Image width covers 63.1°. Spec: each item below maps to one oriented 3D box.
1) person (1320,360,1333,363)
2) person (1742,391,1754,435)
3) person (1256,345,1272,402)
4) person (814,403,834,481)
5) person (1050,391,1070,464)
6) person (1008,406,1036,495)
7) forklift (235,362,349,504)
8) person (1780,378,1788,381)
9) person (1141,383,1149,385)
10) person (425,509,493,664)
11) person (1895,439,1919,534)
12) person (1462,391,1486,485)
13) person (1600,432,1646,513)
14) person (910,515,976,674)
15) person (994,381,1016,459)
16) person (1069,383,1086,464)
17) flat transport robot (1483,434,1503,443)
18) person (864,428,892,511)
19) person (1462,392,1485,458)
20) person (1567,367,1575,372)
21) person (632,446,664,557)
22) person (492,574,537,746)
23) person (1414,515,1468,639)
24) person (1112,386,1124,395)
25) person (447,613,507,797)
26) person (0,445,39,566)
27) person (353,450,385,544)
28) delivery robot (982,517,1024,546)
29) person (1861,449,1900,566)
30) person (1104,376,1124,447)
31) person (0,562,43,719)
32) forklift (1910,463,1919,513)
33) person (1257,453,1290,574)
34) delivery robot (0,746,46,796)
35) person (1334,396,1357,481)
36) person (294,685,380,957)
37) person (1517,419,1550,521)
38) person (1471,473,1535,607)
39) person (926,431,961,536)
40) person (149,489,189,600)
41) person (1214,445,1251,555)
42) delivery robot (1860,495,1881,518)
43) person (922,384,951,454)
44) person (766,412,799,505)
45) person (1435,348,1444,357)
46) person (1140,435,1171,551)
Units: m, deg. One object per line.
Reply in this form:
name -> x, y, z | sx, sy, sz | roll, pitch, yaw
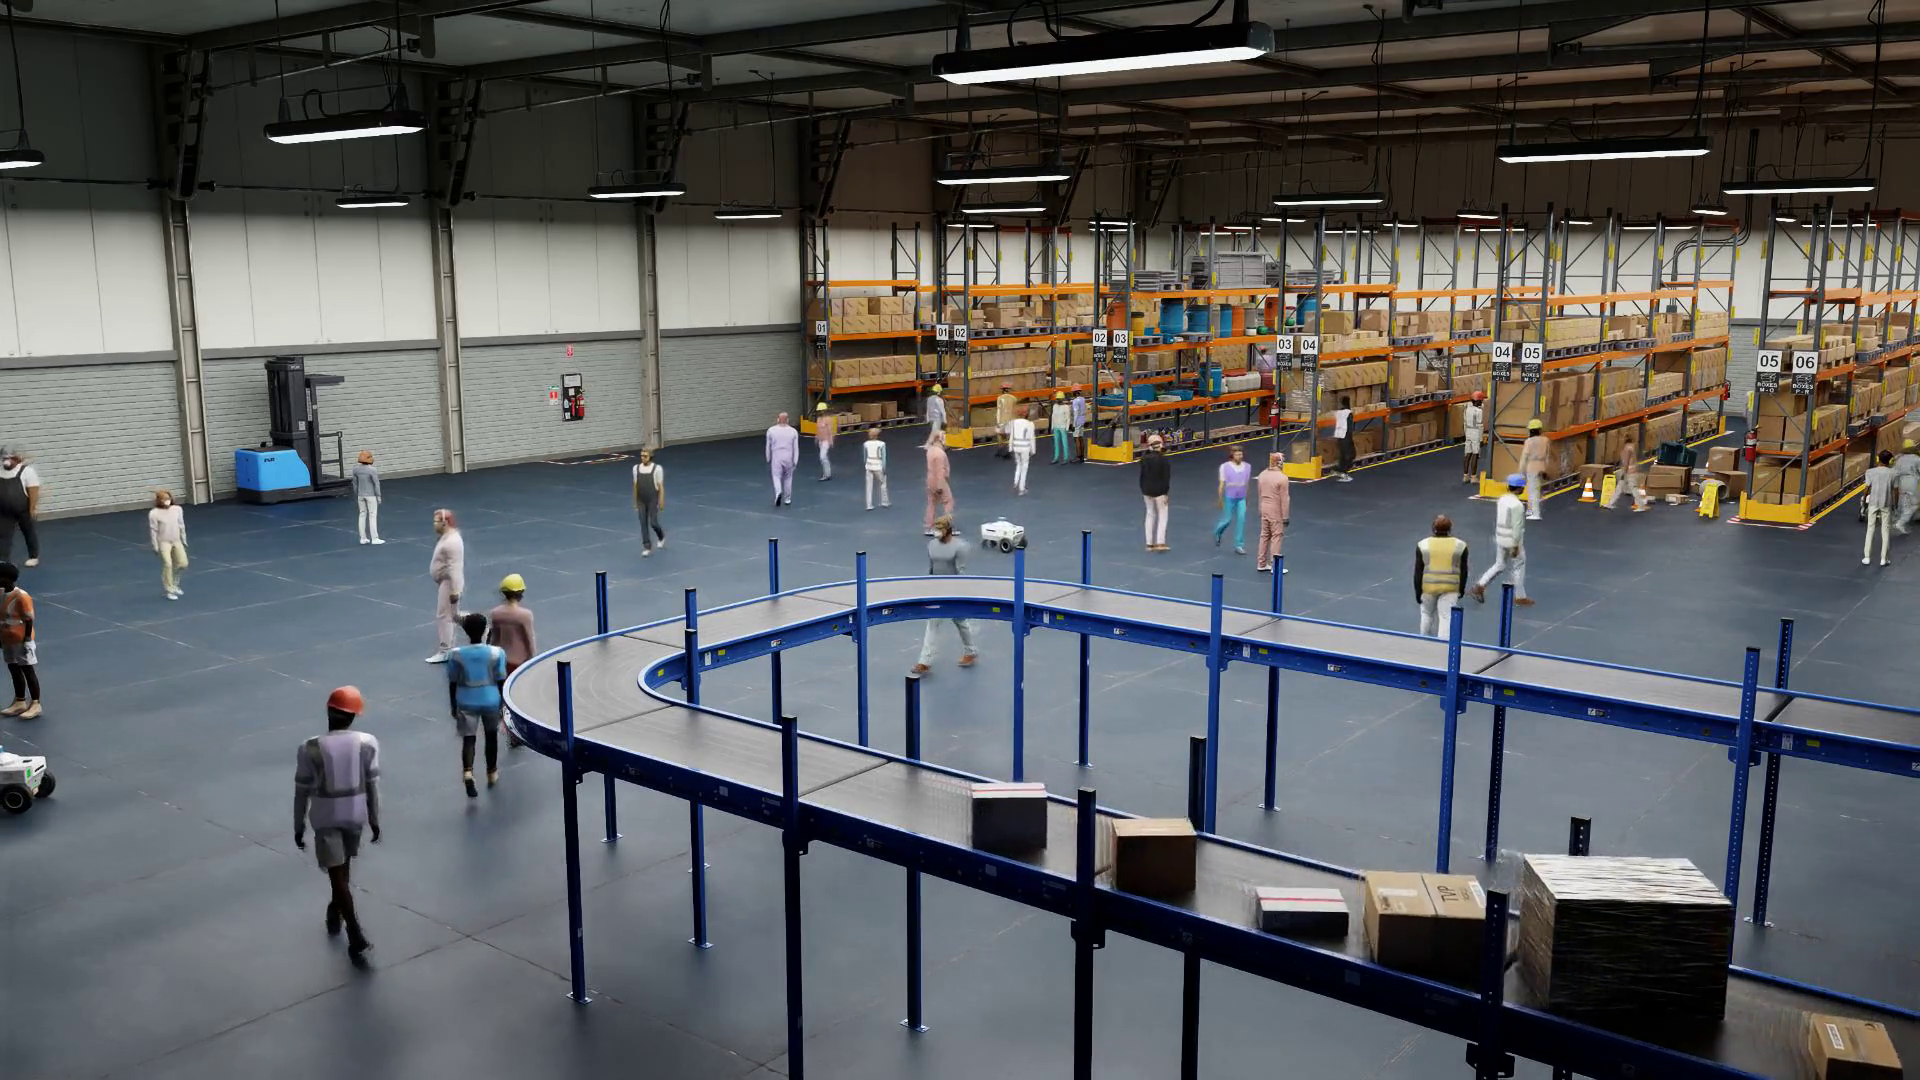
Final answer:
person -> 12.633, -5.734, 54.287 | 0.631, 1.945, 1.010 | -7, 12, -33
person -> 20.134, -3.116, 39.579 | 0.625, 1.918, 0.752 | 5, 11, 27
person -> 10.627, -5.767, 54.326 | 0.612, 2.009, 0.906 | -5, 11, -27
person -> -3.074, -2.180, 34.786 | 0.566, 1.745, 0.560 | -8, 13, -38
person -> 2.412, -2.716, 37.788 | 0.533, 1.765, 0.330 | 9, 14, 42
person -> 1.324, -1.884, 32.799 | 0.623, 1.868, 0.444 | 7, 12, 35
forklift -> -13.803, -2.244, 32.110 | 1.129, 2.768, 1.873 | 8, 13, 37
person -> 21.929, -3.456, 41.832 | 0.632, 1.808, 0.826 | 1, 10, 6
person -> 5.999, -5.242, 51.892 | 0.626, 1.796, 0.846 | 8, 13, 38
person -> -6.166, 0.544, 19.112 | 0.736, 1.887, 0.650 | -4, 11, -19
person -> 16.931, -0.938, 27.933 | 0.504, 1.700, 0.510 | -4, 11, -23
person -> 11.327, -2.255, 34.407 | 0.378, 2.044, 0.607 | -3, 11, -18
person -> 12.963, -1.319, 30.425 | 0.854, 1.573, 0.562 | 3, 11, 17
person -> -0.156, 0.638, 18.598 | 0.637, 1.890, 1.041 | 7, 12, 35
person -> 1.116, -2.971, 38.812 | 0.568, 1.906, 0.614 | -5, 11, -26
person -> 2.833, -2.833, 37.962 | 0.370, 1.933, 0.551 | 5, 11, 27
flat transport robot -> 14.573, -2.755, 42.325 | 1.431, 0.197, 0.652 | -1, 10, -7
person -> -1.622, -1.409, 30.857 | 0.538, 1.607, 0.779 | 5, 11, 26
person -> 12.771, -2.852, 38.922 | 0.525, 1.635, 0.314 | 4, 11, 22
person -> 17.405, -4.001, 44.680 | 1.041, 1.891, 0.643 | -5, 11, -28
person -> -5.182, -0.659, 26.026 | 0.516, 1.830, 0.501 | 2, 10, 12
person -> -4.443, 1.206, 15.712 | 0.544, 1.754, 0.364 | 4, 11, 24
person -> 5.846, 0.593, 19.052 | 0.618, 1.796, 0.963 | 3, 11, 17
person -> 5.424, -5.450, 52.868 | 0.629, 1.889, 1.024 | 6, 12, 32
person -> -4.406, 1.508, 14.290 | 0.534, 1.672, 0.745 | -2, 10, -12
person -> -14.961, -0.515, 24.738 | 0.701, 2.000, 1.005 | -1, 10, -8
person -> -10.235, -0.741, 27.034 | 0.505, 1.632, 0.269 | 3, 11, 17
delivery robot -> 0.720, -0.140, 26.546 | 0.707, 0.478, 0.477 | 7, 12, 35
person -> 14.816, -0.532, 25.198 | 0.518, 1.870, 0.323 | 6, 12, 32
person -> 4.118, -3.326, 40.812 | 0.557, 1.896, 0.894 | 9, 14, 41
person -> -10.084, 1.065, 16.695 | 0.540, 1.695, 0.317 | 5, 11, 27
forklift -> 19.034, -1.348, 28.998 | 2.313, 2.155, 1.214 | 8, 13, 37
person -> 4.939, -0.425, 24.530 | 0.400, 1.899, 0.637 | -5, 11, -28
delivery robot -> -8.619, 2.086, 14.015 | 0.707, 0.478, 0.477 | -1, 10, -6
person -> 8.556, -2.249, 34.784 | 0.447, 1.892, 0.635 | -4, 11, -20
person -> -4.398, 1.975, 11.112 | 0.588, 1.862, 0.999 | -7, 12, -34
person -> 10.815, -1.335, 29.631 | 0.602, 1.904, 0.685 | -7, 12, -34
person -> 7.724, -0.007, 22.112 | 0.831, 1.920, 0.612 | -2, 10, -11
person -> -0.288, -1.010, 27.864 | 0.726, 1.884, 0.648 | -4, 11, -20
person -> -11.381, 0.063, 22.559 | 0.349, 1.614, 0.523 | 7, 12, 33
person -> 4.584, -0.701, 26.307 | 0.571, 1.823, 0.721 | -3, 11, -18
delivery robot -> 17.274, -0.679, 29.581 | 0.477, 0.478, 0.707 | 4, 11, 21
person -> -0.609, -3.050, 39.611 | 0.934, 1.790, 0.608 | -7, 12, -35
person -> -3.542, -1.617, 31.270 | 0.652, 1.881, 0.735 | -2, 10, -9
person -> 16.548, -5.771, 54.461 | 0.689, 1.944, 0.617 | 2, 10, 12
person -> 3.298, -0.802, 26.489 | 0.644, 1.947, 0.537 | 8, 13, 38
